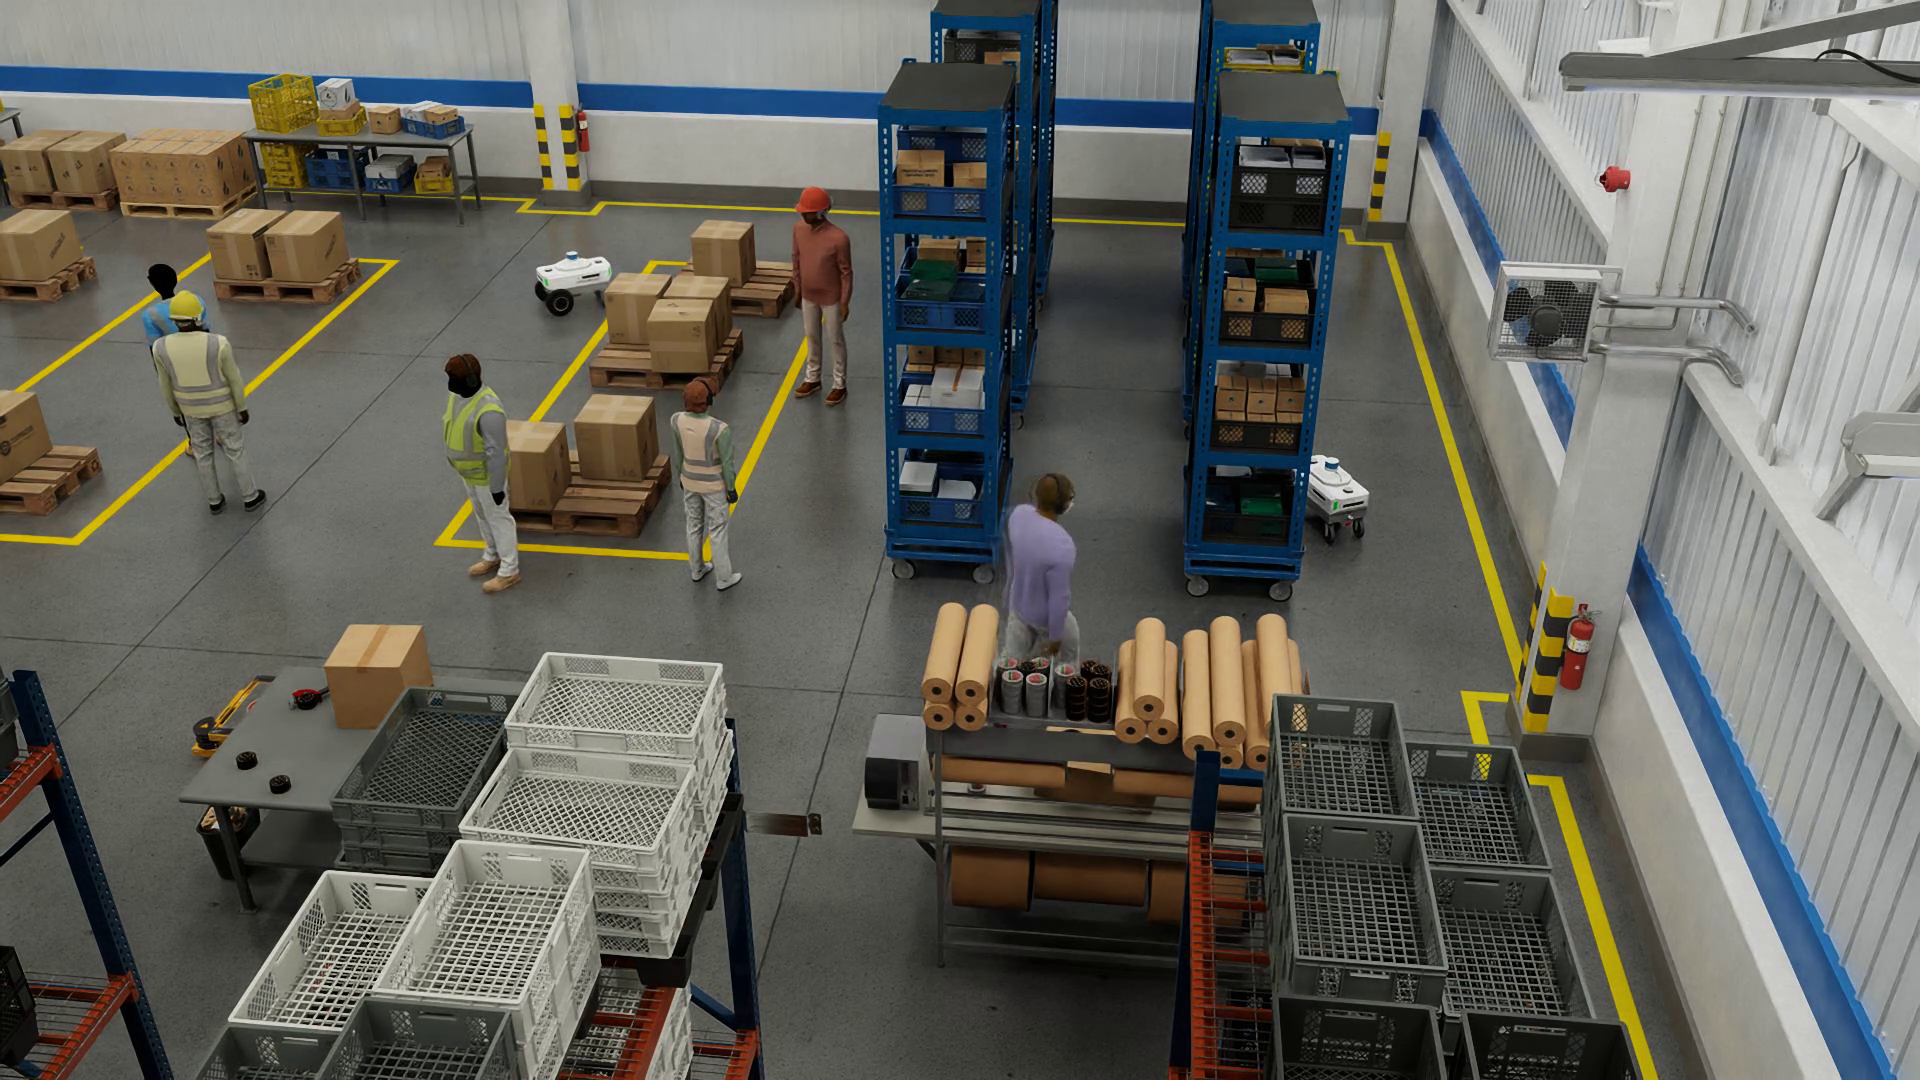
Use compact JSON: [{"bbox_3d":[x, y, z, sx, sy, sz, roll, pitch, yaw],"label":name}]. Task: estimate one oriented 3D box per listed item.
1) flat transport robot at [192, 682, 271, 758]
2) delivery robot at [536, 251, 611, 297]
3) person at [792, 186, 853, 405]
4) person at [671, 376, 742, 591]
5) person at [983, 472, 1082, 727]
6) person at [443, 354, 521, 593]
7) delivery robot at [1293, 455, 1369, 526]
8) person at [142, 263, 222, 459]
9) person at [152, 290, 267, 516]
[{"bbox_3d":[-4.089,1.163,10.648,1.431,0.197,0.652,3,30,6],"label":"flat transport robot"},{"bbox_3d":[-3.914,-2.688,16.893,0.707,0.478,0.477,-15,33,-24],"label":"delivery robot"},{"bbox_3d":[-1.224,-2.158,14.656,0.612,1.991,0.391,18,35,28],"label":"person"},{"bbox_3d":[-1.833,-0.398,11.988,0.514,1.634,0.313,16,34,25],"label":"person"},{"bbox_3d":[0.485,0.424,10.328,1.017,1.889,0.646,-19,35,-30],"label":"person"},{"bbox_3d":[-3.439,-0.494,11.958,0.429,1.838,0.628,-21,36,-32],"label":"person"},{"bbox_3d":[2.879,-0.409,12.979,0.477,0.478,0.707,-11,32,-18],"label":"delivery robot"},{"bbox_3d":[-6.416,-1.476,13.781,0.319,1.694,0.530,26,39,37],"label":"person"},{"bbox_3d":[-5.840,-1.056,12.918,0.592,1.833,0.404,-4,30,-6],"label":"person"}]
